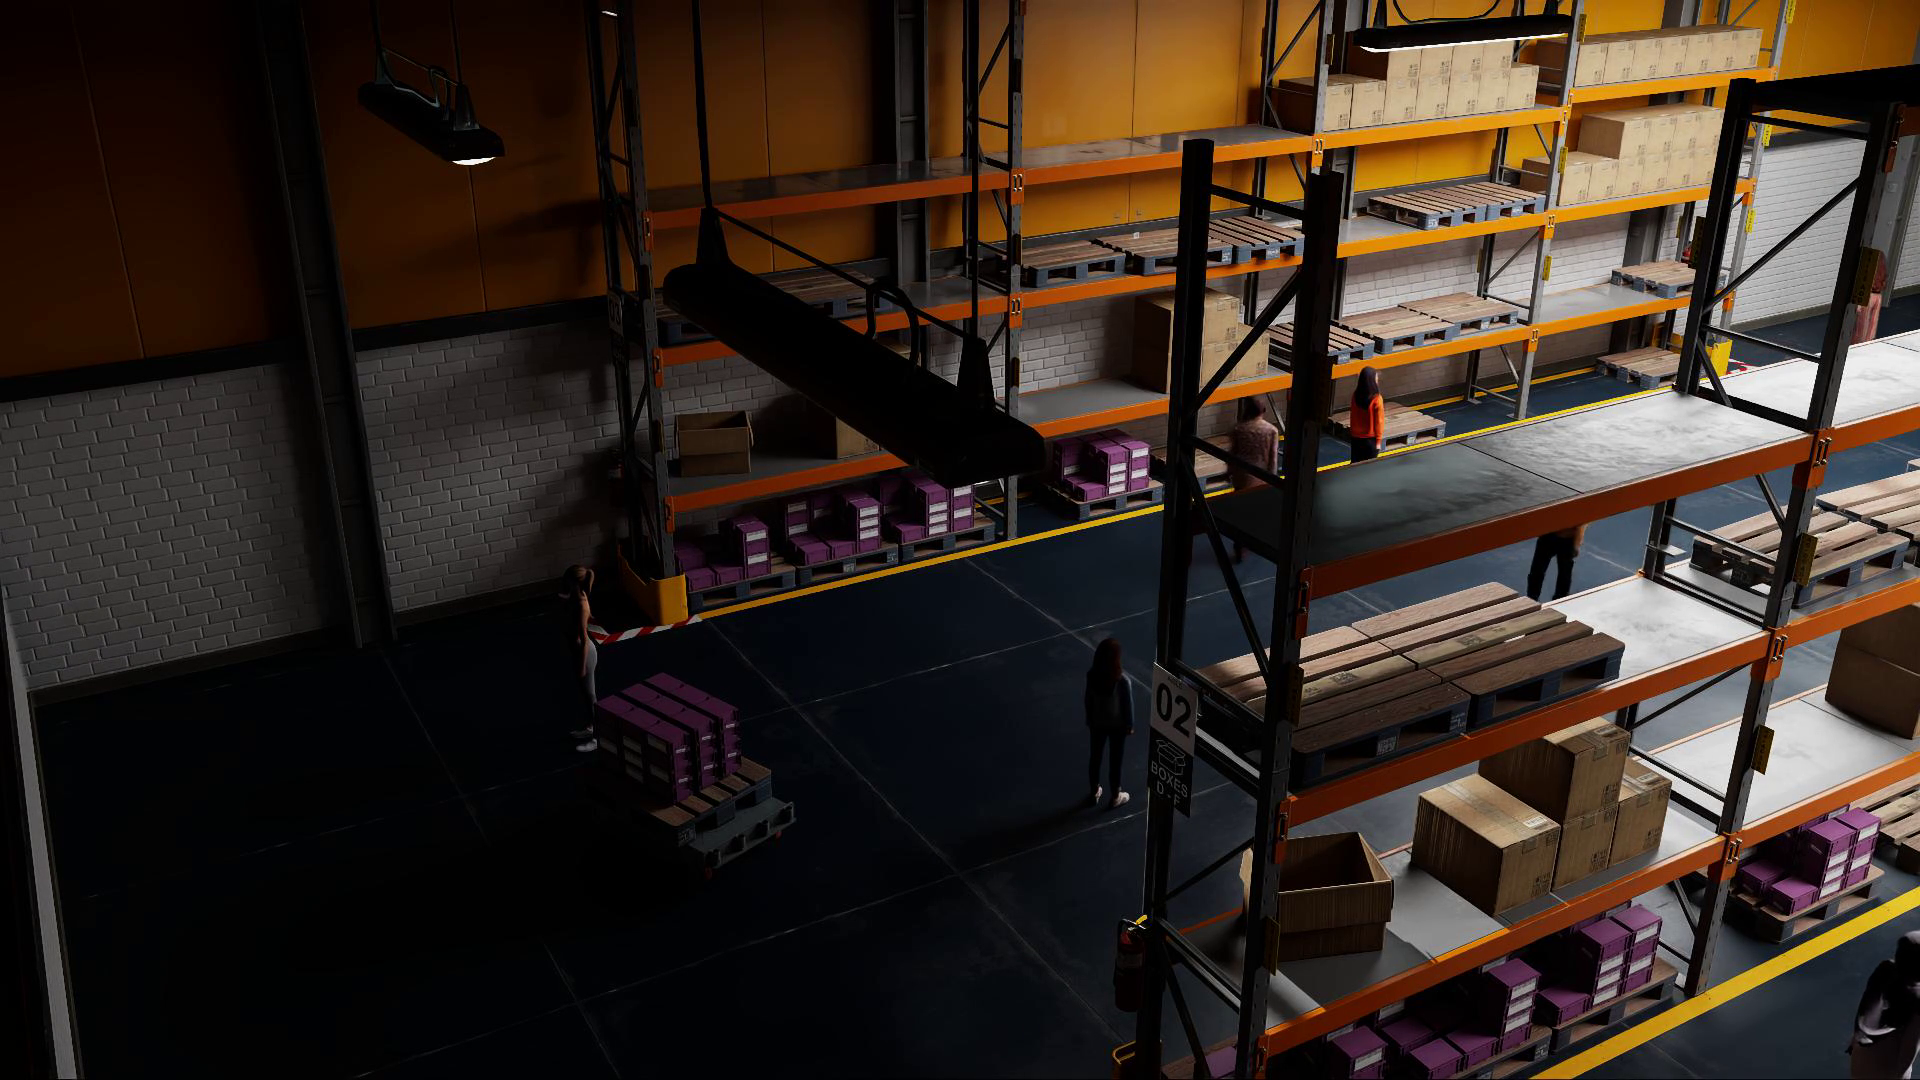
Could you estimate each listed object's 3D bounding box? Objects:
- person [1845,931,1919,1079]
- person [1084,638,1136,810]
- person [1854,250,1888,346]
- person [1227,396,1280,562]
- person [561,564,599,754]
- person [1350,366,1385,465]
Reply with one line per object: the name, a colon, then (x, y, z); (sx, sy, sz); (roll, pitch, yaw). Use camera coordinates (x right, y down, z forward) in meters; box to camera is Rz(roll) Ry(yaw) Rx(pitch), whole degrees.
person: (5.275, 2.980, 9.506); (0.681, 1.775, 0.686); (-1, 24, -2)
person: (1.185, 1.468, 13.339); (0.641, 1.477, 0.661); (12, 26, 25)
person: (13.515, -3.529, 24.666); (0.521, 1.561, 0.666); (-8, 25, -17)
person: (3.105, -0.628, 17.751); (1.070, 1.782, 1.148); (8, 25, 18)
person: (-3.207, 0.987, 14.155); (0.590, 1.704, 0.589); (-9, 25, -19)
person: (4.627, -1.155, 19.002); (0.542, 1.746, 0.604); (-13, 27, -27)
